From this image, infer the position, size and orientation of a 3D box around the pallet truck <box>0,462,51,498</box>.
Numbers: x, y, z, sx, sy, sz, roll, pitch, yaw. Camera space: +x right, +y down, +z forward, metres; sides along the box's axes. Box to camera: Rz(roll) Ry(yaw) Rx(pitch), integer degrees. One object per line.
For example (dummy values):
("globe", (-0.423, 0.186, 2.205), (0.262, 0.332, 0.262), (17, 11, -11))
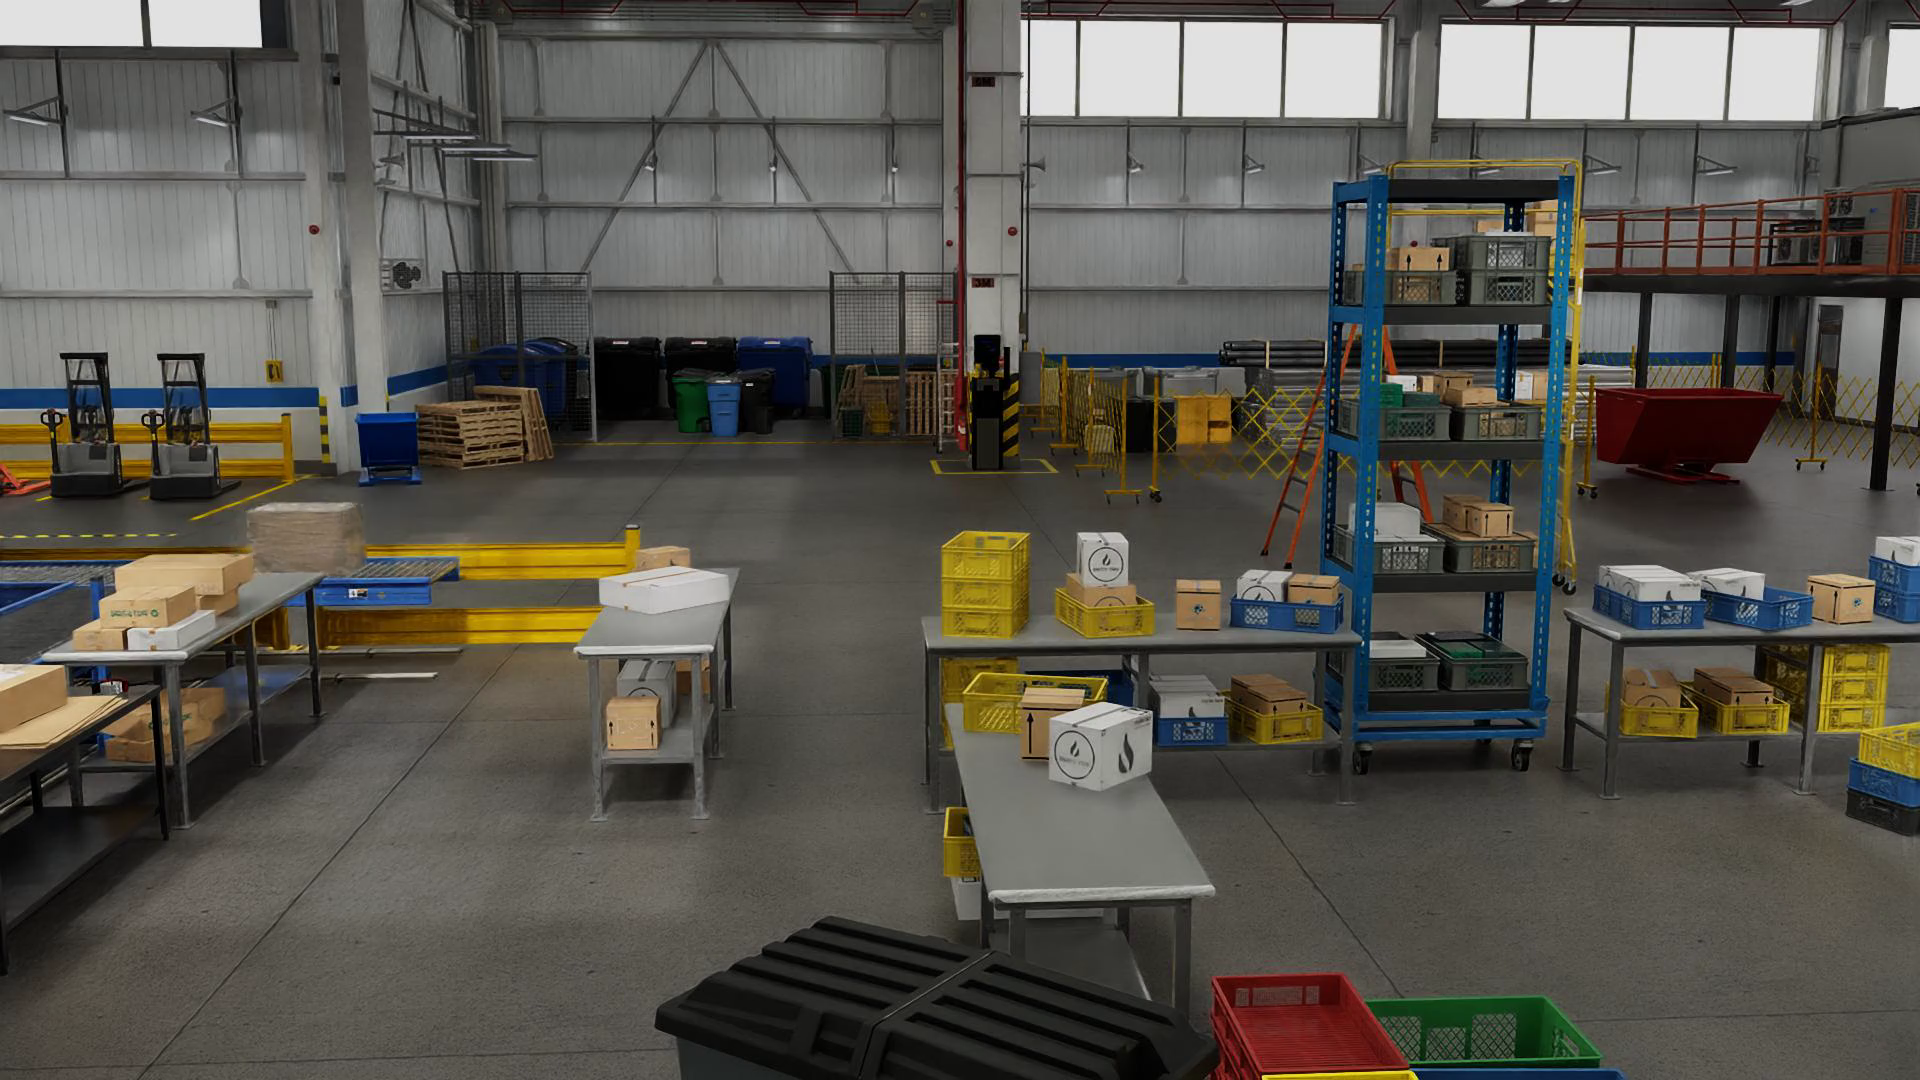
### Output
("pallet truck", (-13.193, -1.293, 23.148), (0.653, 1.274, 1.630), (-1, 9, -4))

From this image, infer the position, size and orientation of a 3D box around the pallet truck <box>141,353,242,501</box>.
("pallet truck", (-10.520, -1.604, 22.925), (0.823, 1.965, 1.885), (-1, 9, -6))

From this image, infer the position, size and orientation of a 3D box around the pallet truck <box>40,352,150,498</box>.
("pallet truck", (-11.907, -1.642, 23.165), (0.823, 1.965, 1.885), (0, 9, 0))
